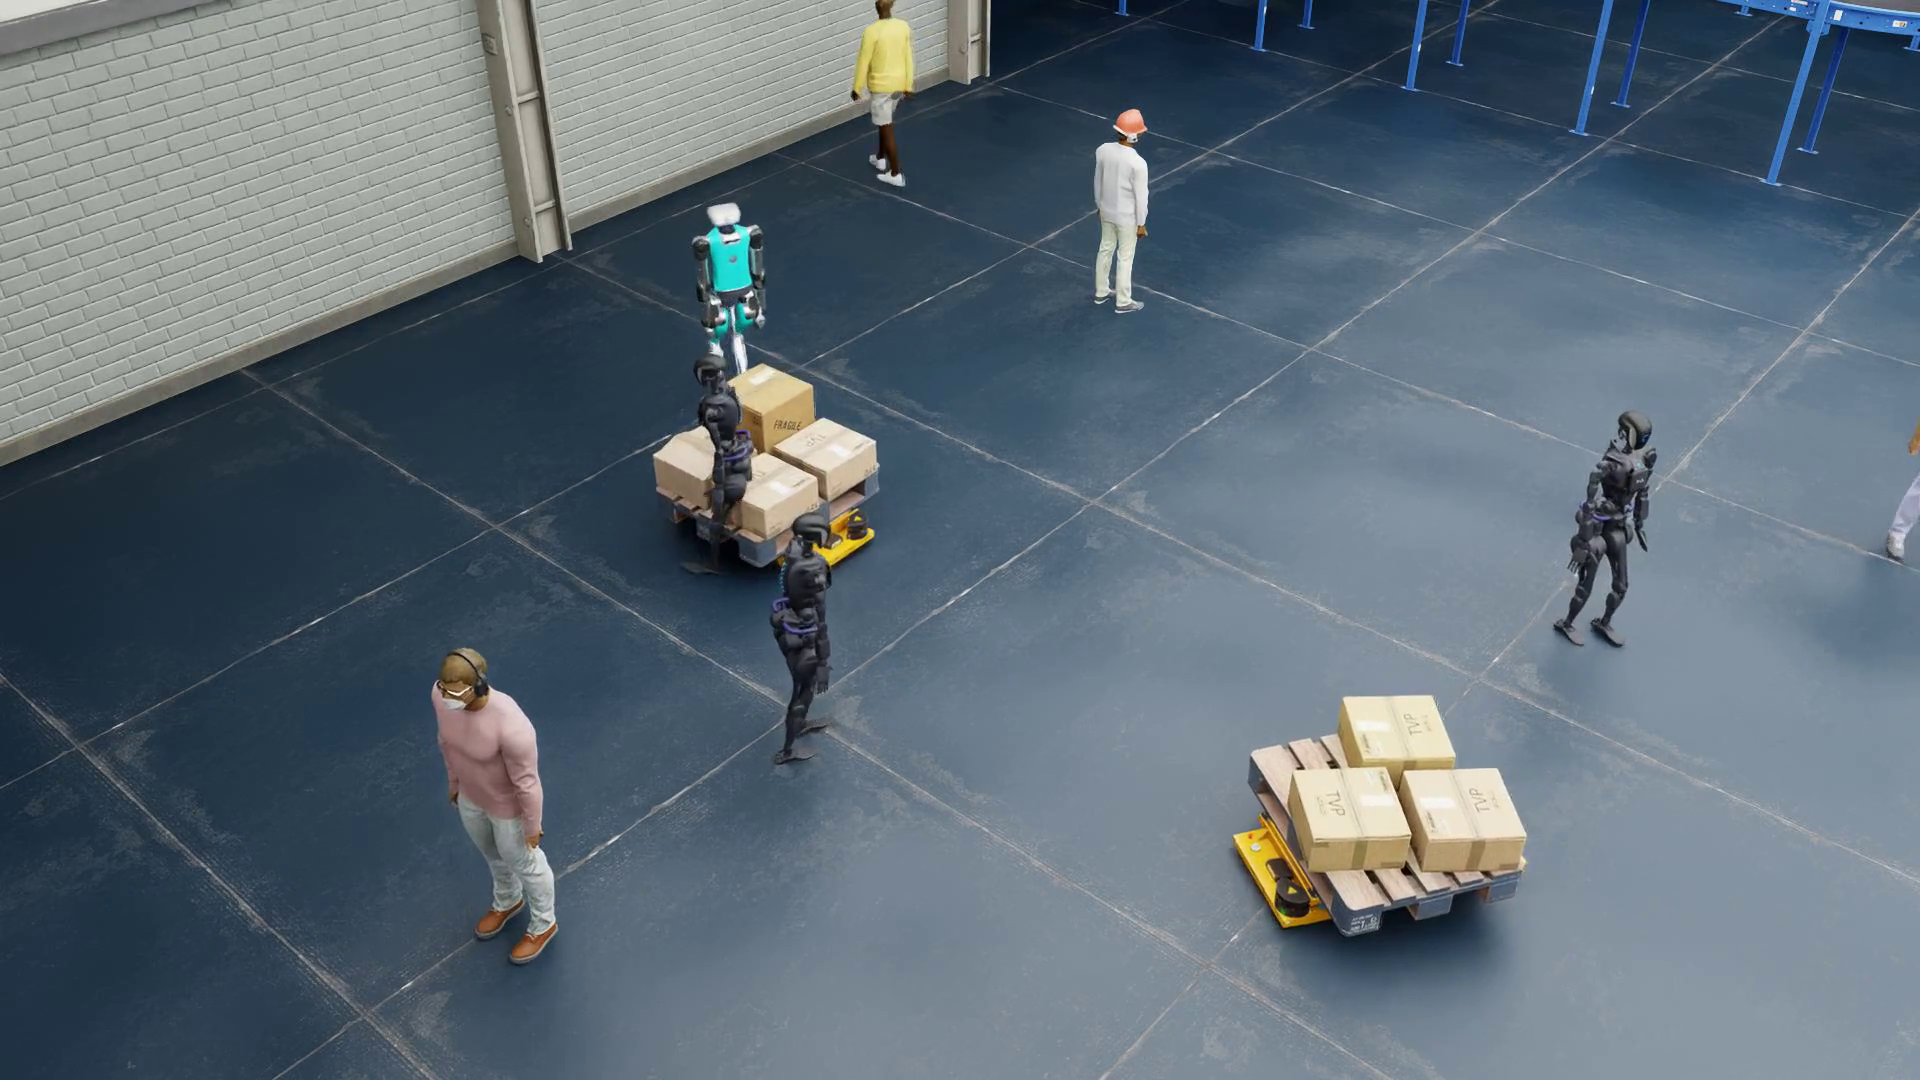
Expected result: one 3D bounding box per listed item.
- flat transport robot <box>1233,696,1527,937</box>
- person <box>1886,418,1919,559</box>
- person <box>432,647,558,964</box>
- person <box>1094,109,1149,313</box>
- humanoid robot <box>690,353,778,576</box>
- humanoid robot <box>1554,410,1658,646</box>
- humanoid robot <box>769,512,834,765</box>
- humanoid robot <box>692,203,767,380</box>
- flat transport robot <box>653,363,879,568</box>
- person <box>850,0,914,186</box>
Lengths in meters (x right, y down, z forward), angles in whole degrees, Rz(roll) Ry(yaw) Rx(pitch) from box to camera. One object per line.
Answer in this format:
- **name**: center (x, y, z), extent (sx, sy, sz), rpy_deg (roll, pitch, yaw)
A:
- **flat transport robot**: center (2.275, 1.666, 9.049), extent (1.431, 0.231, 0.659), rpy_deg (-10, 37, -13)
- **person**: center (6.663, -0.681, 10.995), extent (0.681, 1.831, 0.418), rpy_deg (6, 36, 8)
- **person**: center (-2.276, 1.282, 8.162), extent (0.628, 1.935, 0.381), rpy_deg (23, 41, 28)
- **person**: center (1.375, -2.774, 14.003), extent (0.341, 1.749, 0.569), rpy_deg (-26, 43, -31)
- **humanoid robot**: center (-1.508, -0.485, 10.867), extent (0.556, 1.632, 0.590), rpy_deg (0, 35, 1)
- **humanoid robot**: center (3.997, -0.050, 10.240), extent (0.586, 1.649, 0.361), rpy_deg (-19, 39, -24)
- **humanoid robot**: center (-0.926, 0.546, 9.422), extent (0.456, 1.635, 0.613), rpy_deg (-16, 38, -21)
- **humanoid robot**: center (-1.770, -1.797, 12.614), extent (0.530, 1.751, 0.692), rpy_deg (-14, 38, -19)
- **flat transport robot**: center (-1.350, -0.195, 11.661), extent (1.431, 0.231, 0.659), rpy_deg (25, 43, 31)
- **person**: center (-0.795, -4.439, 16.244), extent (0.545, 1.869, 0.775), rpy_deg (-28, 44, -33)
